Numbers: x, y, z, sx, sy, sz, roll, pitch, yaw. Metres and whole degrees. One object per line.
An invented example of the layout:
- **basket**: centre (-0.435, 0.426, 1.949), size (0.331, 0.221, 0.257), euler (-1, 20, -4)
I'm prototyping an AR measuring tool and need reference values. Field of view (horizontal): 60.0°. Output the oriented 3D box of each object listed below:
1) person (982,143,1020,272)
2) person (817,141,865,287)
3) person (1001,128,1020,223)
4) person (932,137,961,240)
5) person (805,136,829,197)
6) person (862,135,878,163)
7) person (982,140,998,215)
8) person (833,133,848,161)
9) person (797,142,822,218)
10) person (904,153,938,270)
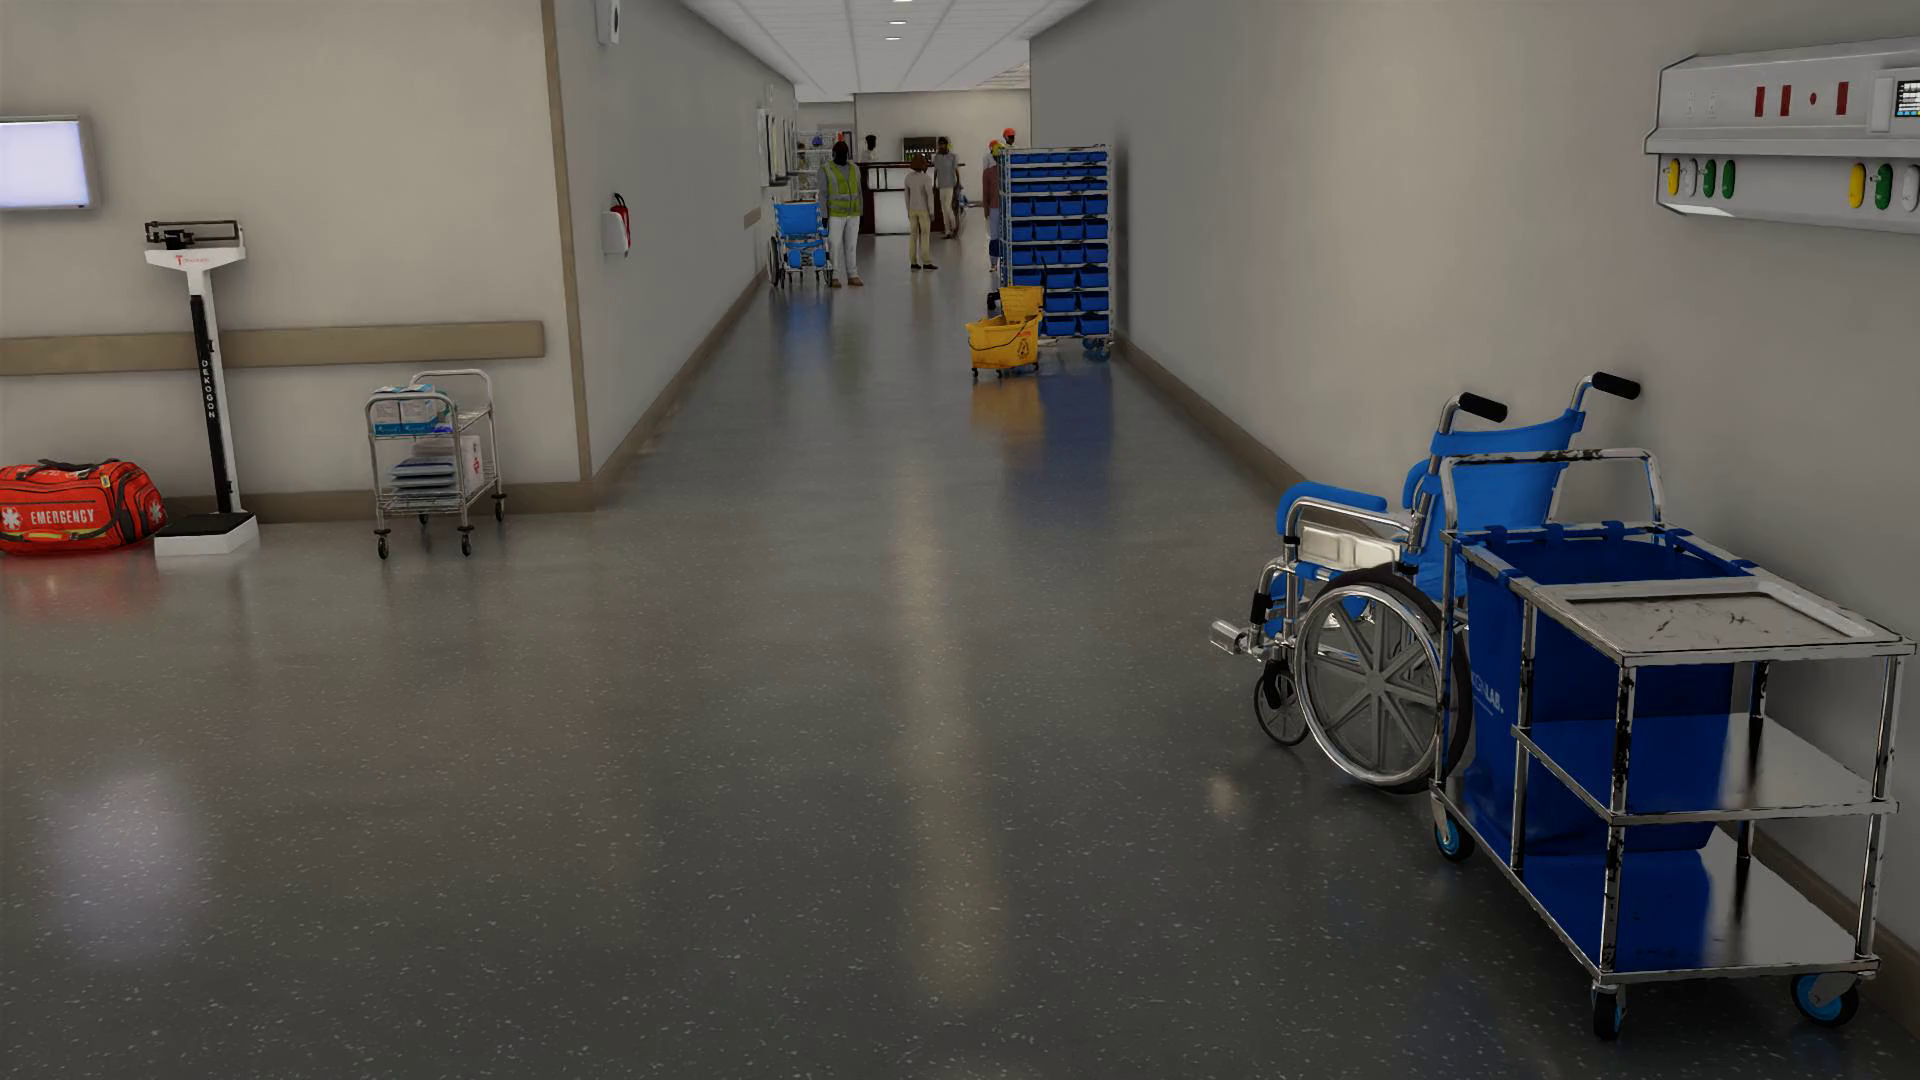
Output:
- **person**: centre (0.573, -4.585, 22.956), size (0.517, 1.757, 0.335), euler (0, 14, 5)
- **person**: centre (-1.496, -4.166, 21.303), size (0.635, 1.840, 0.429), euler (-11, 16, -32)
- **person**: centre (1.042, -7.654, 35.005), size (0.615, 1.997, 0.373), euler (-11, 16, -34)
- **person**: centre (-0.269, -6.424, 30.411), size (0.501, 1.855, 0.431), euler (7, 16, 31)
- **person**: centre (-3.217, -8.168, 37.763), size (0.602, 1.939, 0.423), euler (2, 14, 16)
- **person**: centre (-1.994, -8.422, 38.639), size (0.679, 1.940, 0.612), euler (6, 16, 28)
- **person**: centre (0.796, -8.490, 38.999), size (0.564, 1.743, 0.352), euler (-12, 17, -37)
- **person**: centre (-2.730, -8.266, 37.968), size (0.375, 1.997, 0.611), euler (2, 14, 16)
- **person**: centre (-3.635, -8.432, 39.151), size (0.899, 1.802, 0.663), euler (7, 16, 31)
- **person**: centre (-0.561, -4.666, 23.679), size (0.505, 1.633, 0.279), euler (9, 17, 38)
